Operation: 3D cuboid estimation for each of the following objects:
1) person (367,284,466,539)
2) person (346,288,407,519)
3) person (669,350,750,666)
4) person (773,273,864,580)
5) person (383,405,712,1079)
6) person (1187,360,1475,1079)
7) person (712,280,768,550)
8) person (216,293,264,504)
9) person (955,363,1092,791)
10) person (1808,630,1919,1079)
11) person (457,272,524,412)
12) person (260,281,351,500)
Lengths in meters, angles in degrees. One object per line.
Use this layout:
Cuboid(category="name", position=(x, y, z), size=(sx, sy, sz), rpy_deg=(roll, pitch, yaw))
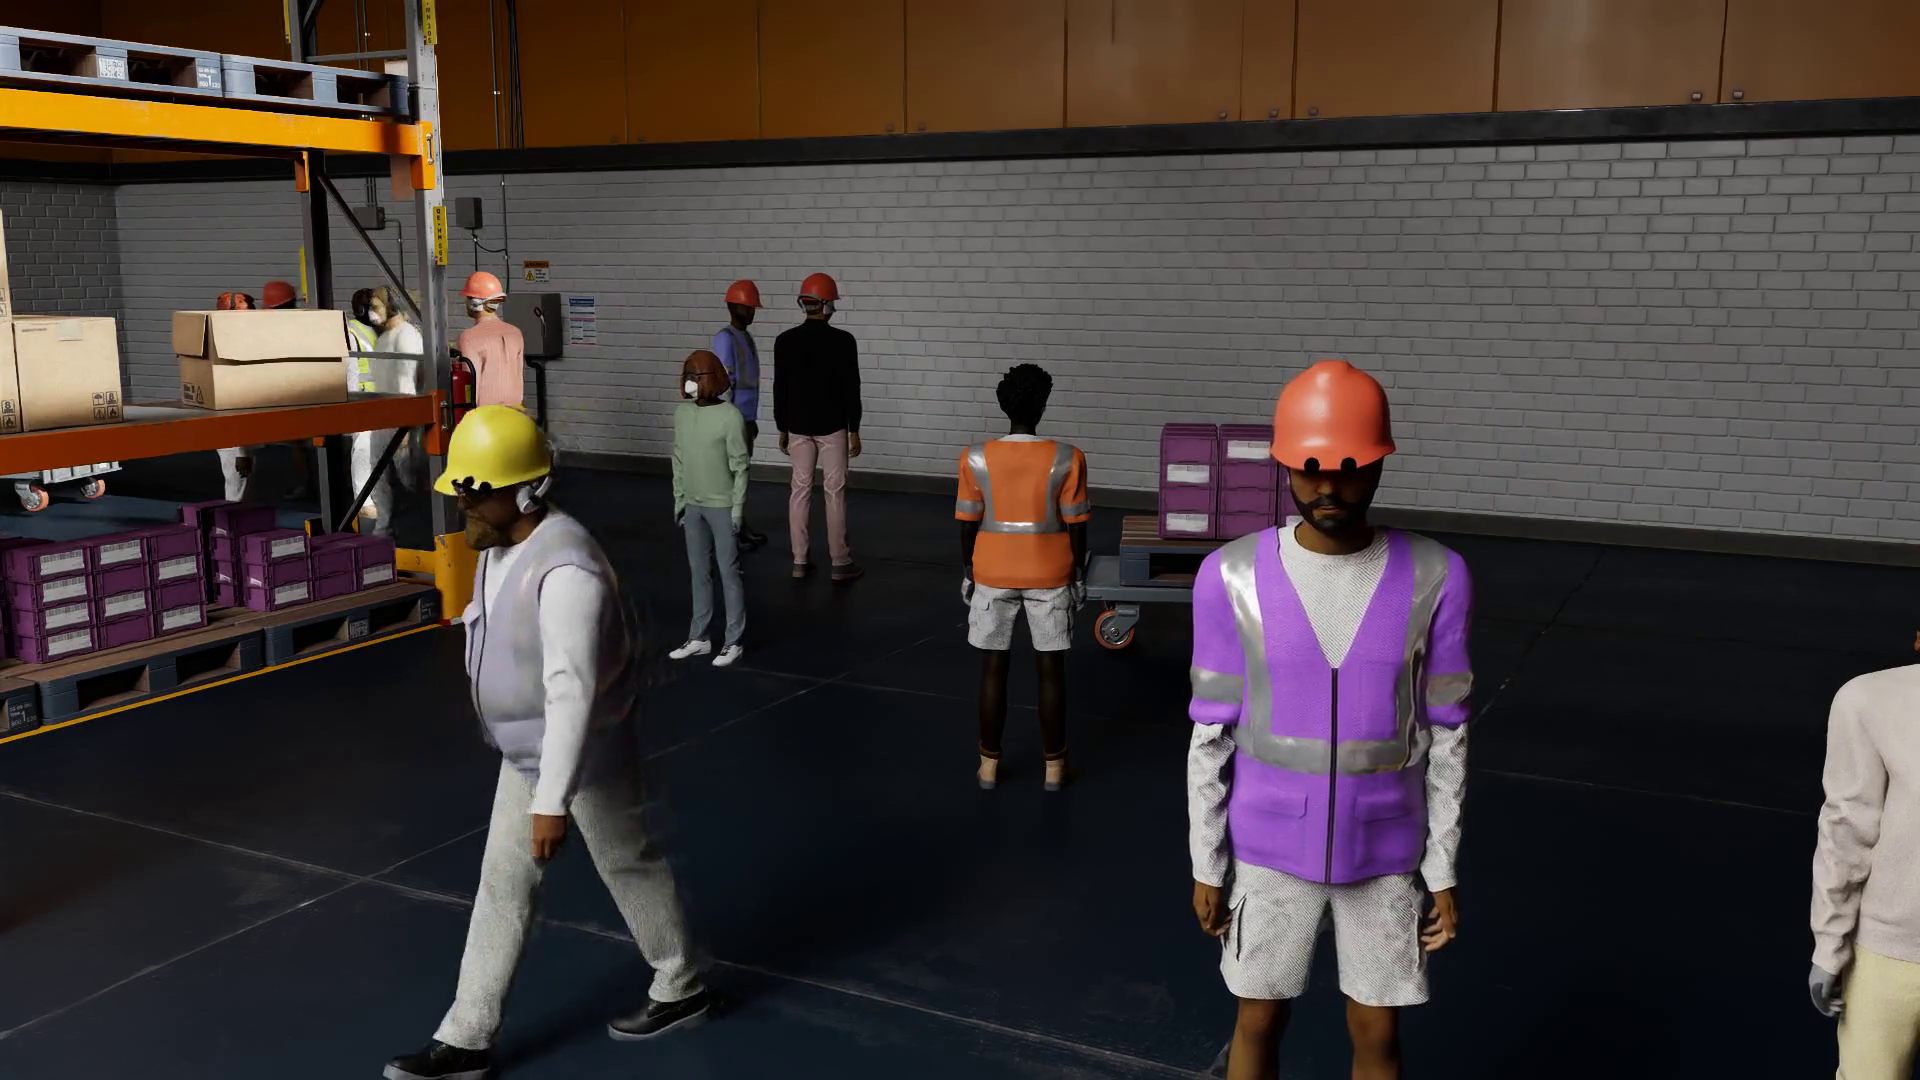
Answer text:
Cuboid(category="person", position=(-3.836, -0.824, 11.614), size=(0.837, 1.918, 0.643), rpy_deg=(-8, 13, -39))
Cuboid(category="person", position=(-4.736, -1.101, 13.427), size=(0.429, 1.842, 0.636), rpy_deg=(2, 10, 11))
Cuboid(category="person", position=(-1.295, -0.165, 8.607), size=(0.501, 1.633, 0.284), rpy_deg=(7, 12, 36))
Cuboid(category="person", position=(-0.917, -0.736, 10.868), size=(0.612, 1.996, 0.388), rpy_deg=(4, 11, 22))
Cuboid(category="person", position=(-1.043, 0.531, 4.223), size=(0.962, 1.753, 0.602), rpy_deg=(-8, 12, -37))
Cuboid(category="person", position=(0.720, 0.610, 3.288), size=(0.547, 1.930, 0.409), rpy_deg=(2, 10, 10))
Cuboid(category="person", position=(-1.575, -0.901, 11.997), size=(0.376, 1.934, 0.547), rpy_deg=(2, 10, 11))
Cuboid(category="person", position=(-4.443, -0.579, 10.288), size=(0.357, 1.881, 0.574), rpy_deg=(-4, 11, -22))
Cuboid(category="person", position=(0.252, 0.155, 6.574), size=(0.540, 1.696, 0.316), rpy_deg=(1, 10, 8))
Cuboid(category="person", position=(1.849, 0.792, 3.096), size=(0.498, 1.629, 0.277), rpy_deg=(4, 11, 21))
Cuboid(category="person", position=(-3.218, -0.830, 11.405), size=(0.373, 1.997, 0.616), rpy_deg=(4, 11, 22))
Cuboid(category="person", position=(-5.665, -1.294, 14.431), size=(0.346, 1.897, 0.727), rpy_deg=(5, 11, 28))
